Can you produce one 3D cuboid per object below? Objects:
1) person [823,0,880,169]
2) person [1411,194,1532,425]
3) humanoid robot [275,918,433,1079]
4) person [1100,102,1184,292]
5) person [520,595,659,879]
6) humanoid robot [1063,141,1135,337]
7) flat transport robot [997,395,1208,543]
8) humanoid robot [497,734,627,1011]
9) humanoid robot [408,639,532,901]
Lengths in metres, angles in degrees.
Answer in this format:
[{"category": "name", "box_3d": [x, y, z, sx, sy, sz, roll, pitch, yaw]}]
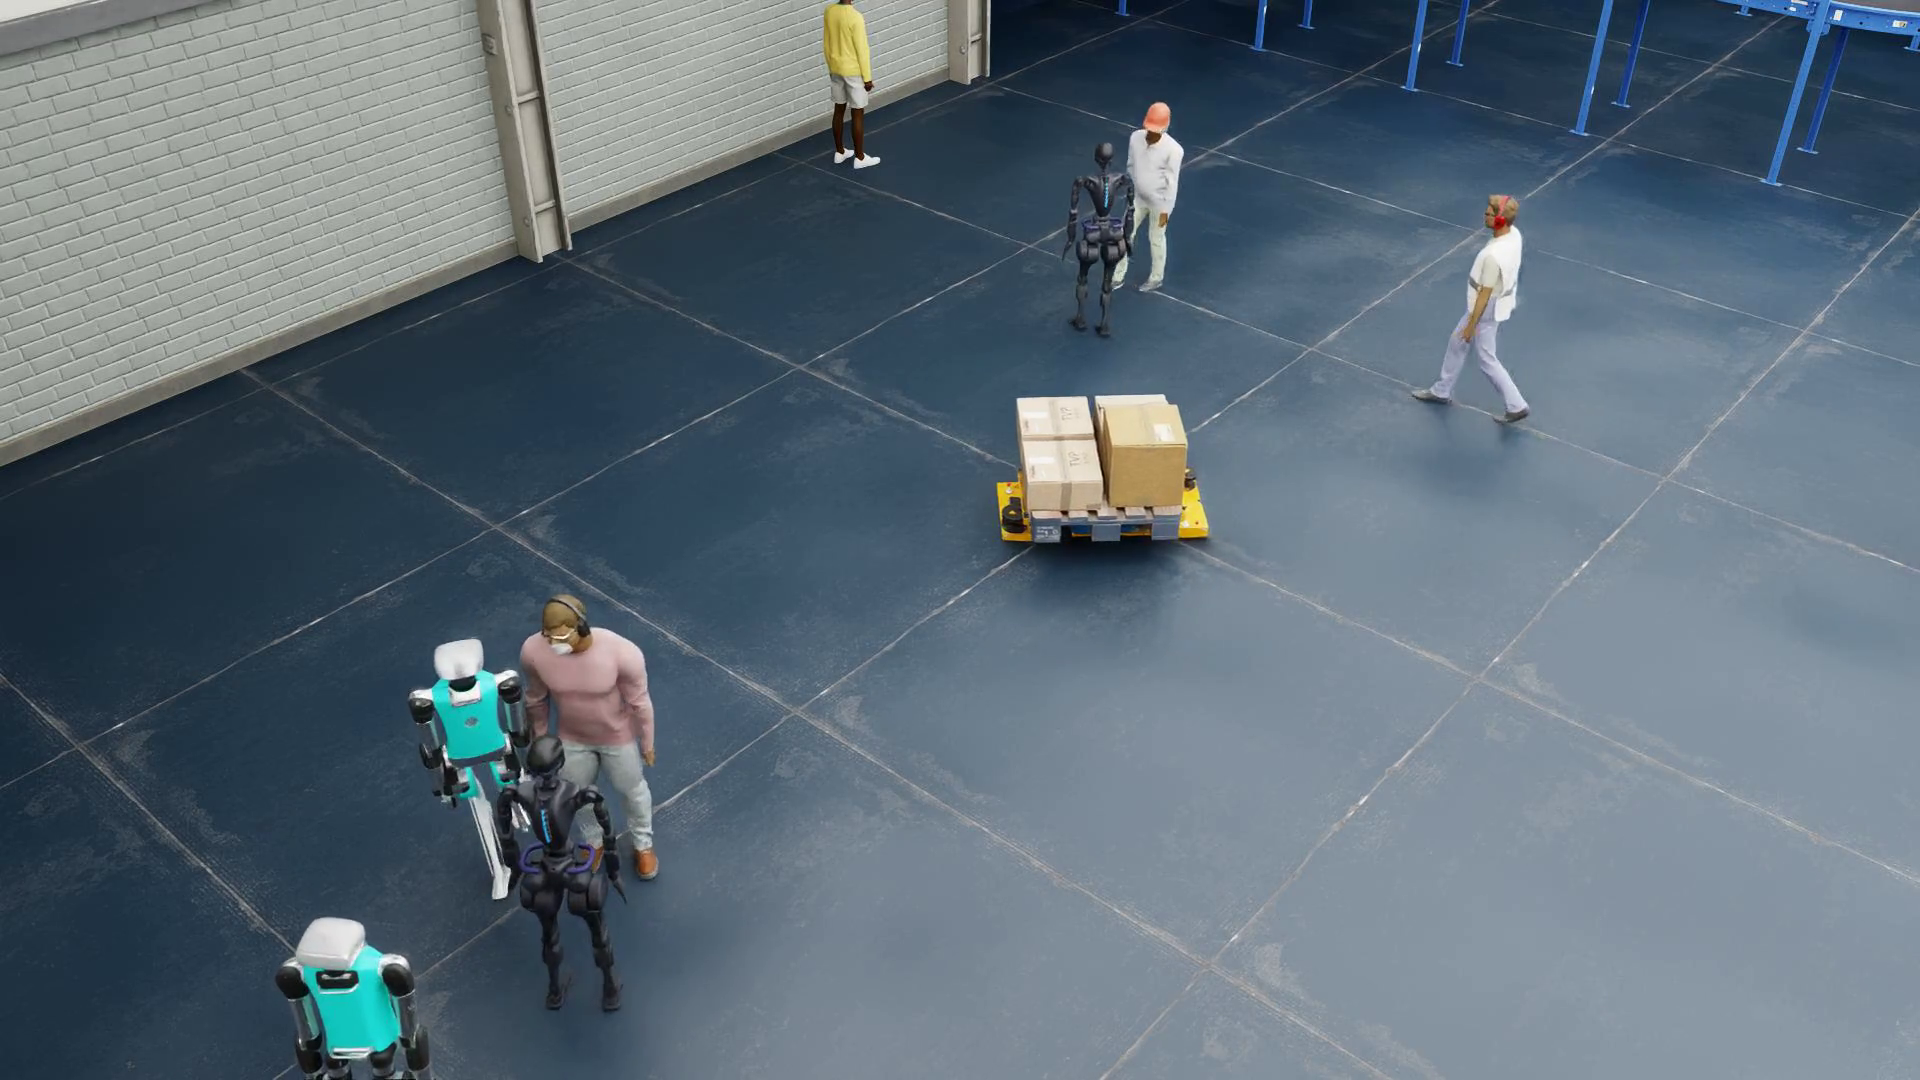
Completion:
[{"category": "person", "box_3d": [-1.104, -4.638, 16.496, 0.544, 1.900, 0.375, 25, 42, 31]}, {"category": "person", "box_3d": [3.991, -1.724, 12.479, 0.893, 1.813, 0.574, 16, 39, 21]}, {"category": "humanoid robot", "box_3d": [-2.431, 2.418, 6.757, 0.548, 1.800, 0.822, -1, 35, -1]}, {"category": "person", "box_3d": [1.541, -2.871, 14.165, 0.581, 1.714, 0.646, 27, 44, 33]}, {"category": "person", "box_3d": [-1.878, 1.023, 8.540, 0.644, 1.921, 0.429, 5, 36, 6]}, {"category": "humanoid robot", "box_3d": [1.145, -2.461, 13.628, 0.590, 1.642, 0.392, -5, 36, -7]}, {"category": "flat transport robot", "box_3d": [0.993, -0.258, 11.750, 1.431, 0.231, 0.659, -1, 35, -2]}, {"category": "humanoid robot", "box_3d": [-1.899, 1.596, 7.925, 0.589, 1.645, 0.317, 0, 35, 0]}, {"category": "humanoid robot", "box_3d": [-2.498, 1.098, 8.635, 0.533, 1.835, 0.909, -12, 37, -16]}]
